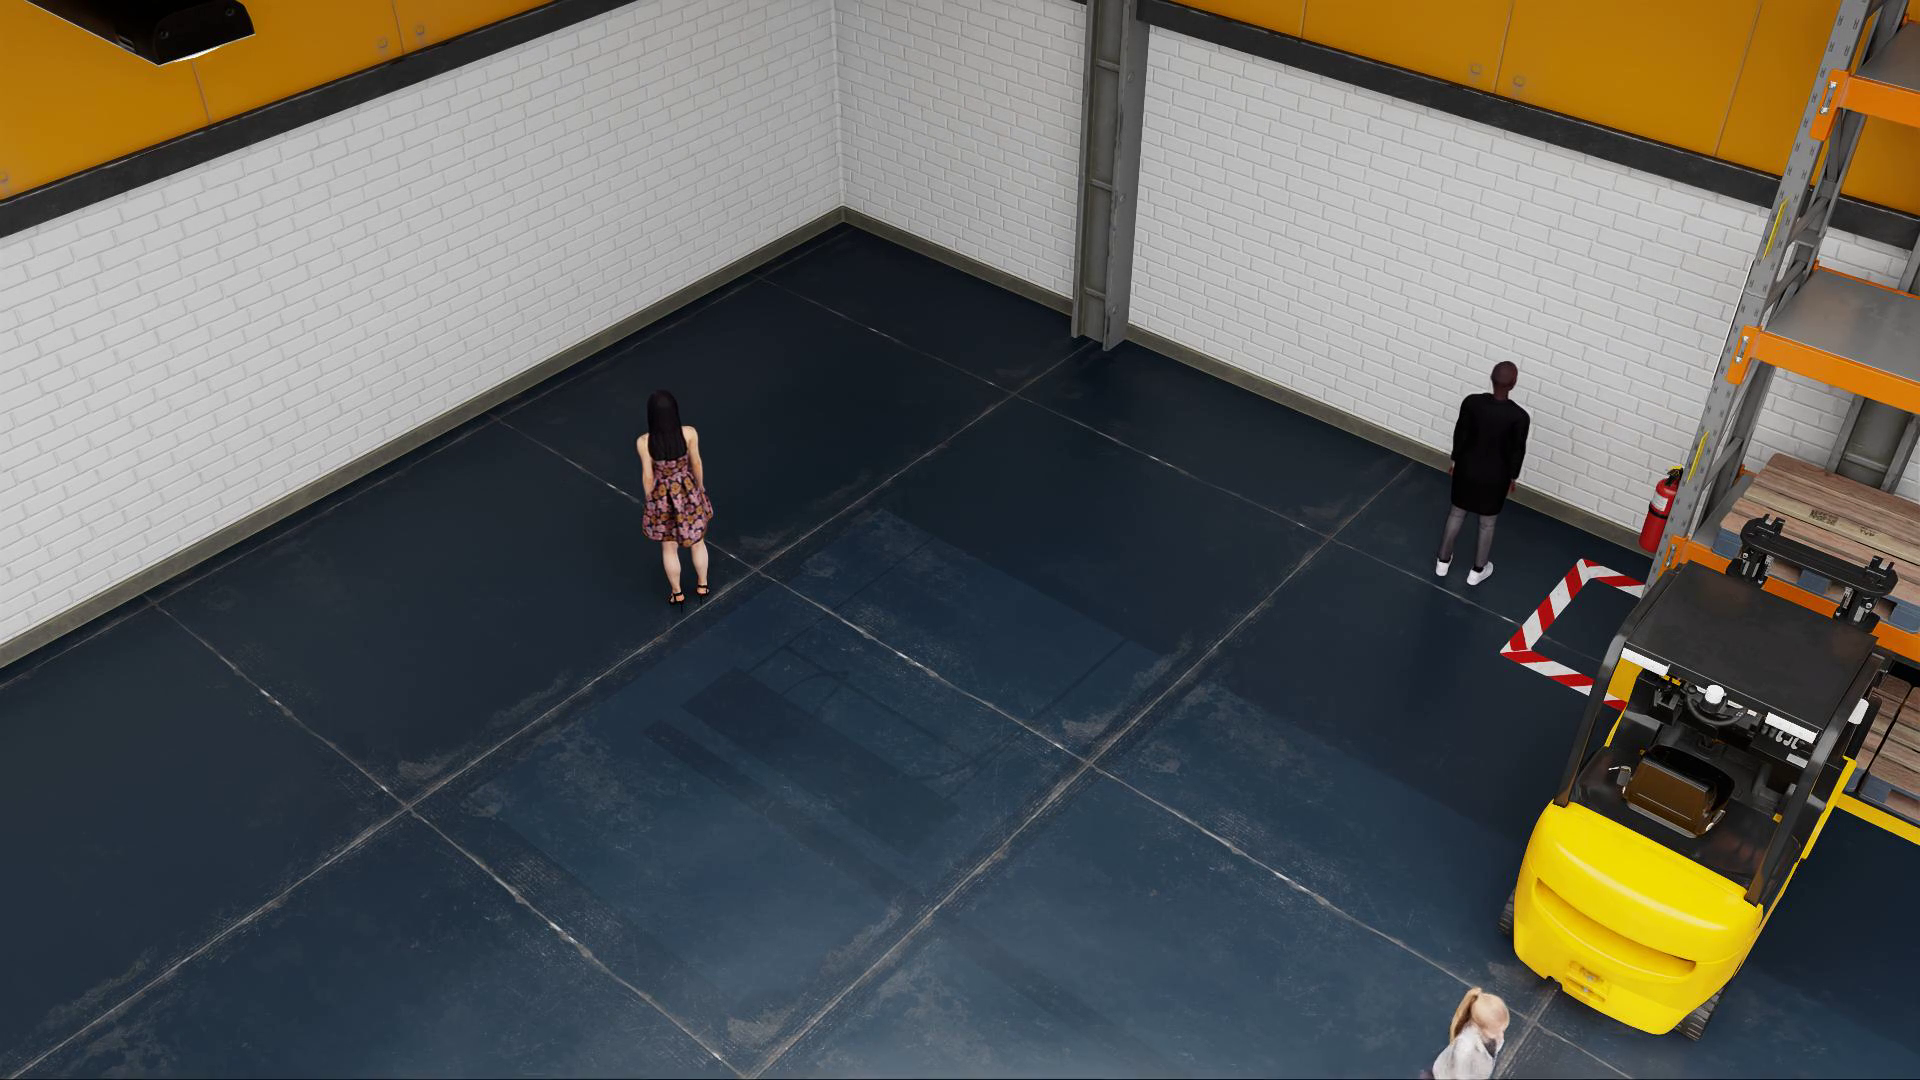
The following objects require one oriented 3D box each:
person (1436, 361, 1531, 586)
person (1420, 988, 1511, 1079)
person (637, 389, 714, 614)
[{"bbox_3d":[3.604,-0.461,11.487,0.537,1.763,0.732,21,43,24],"label":"person"},{"bbox_3d":[2.394,2.560,8.117,0.636,1.248,0.884,-26,45,-28],"label":"person"},{"bbox_3d":[-1.920,-0.264,11.231,0.785,1.775,0.818,-15,41,-18],"label":"person"}]
